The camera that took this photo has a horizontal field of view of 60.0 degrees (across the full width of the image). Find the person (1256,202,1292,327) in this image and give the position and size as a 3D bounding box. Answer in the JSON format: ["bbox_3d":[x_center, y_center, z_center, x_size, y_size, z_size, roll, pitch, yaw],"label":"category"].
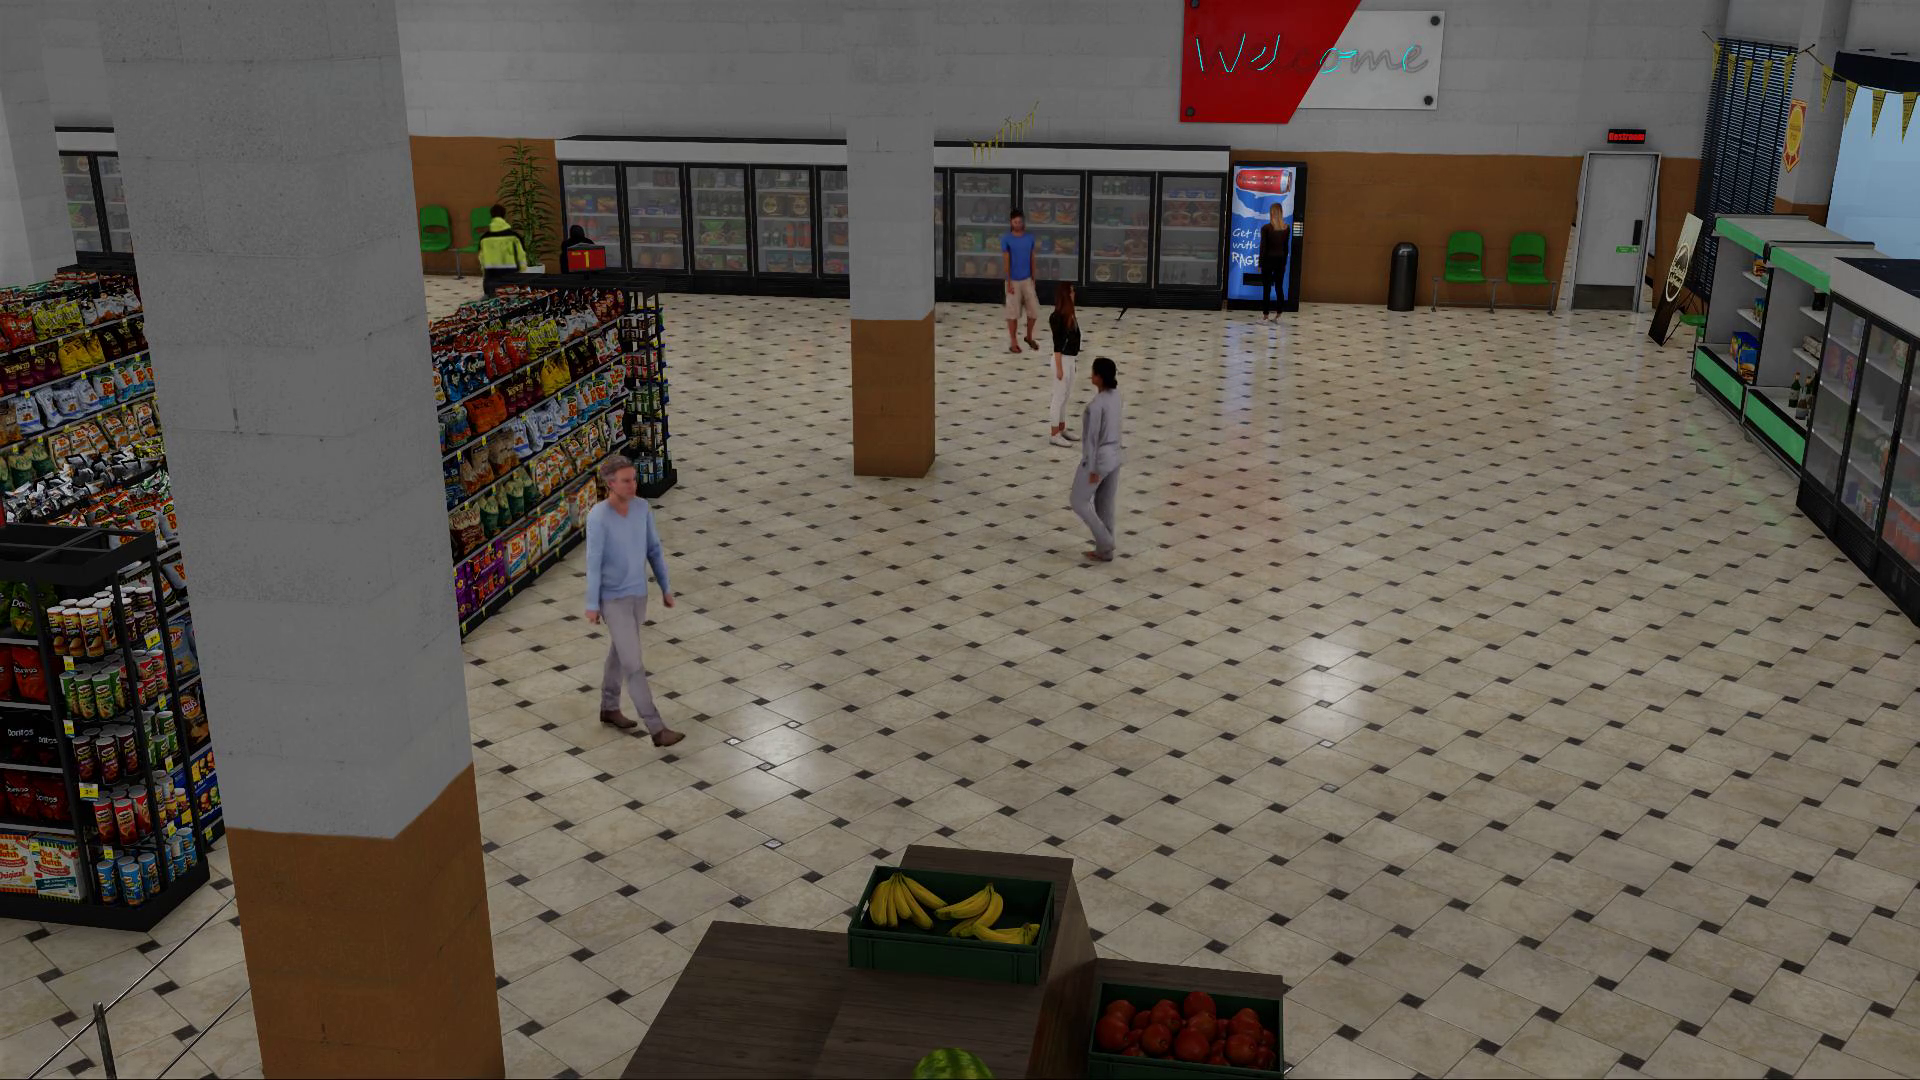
[{"bbox_3d":[4.394,-3.866,23.295,0.675,1.704,0.669,-6,20,-18],"label":"person"}]

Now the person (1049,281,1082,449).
[{"bbox_3d":[1.073,-1.845,17.300,0.692,1.704,0.524,7,20,21],"label":"person"}]

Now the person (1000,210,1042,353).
[{"bbox_3d":[0.714,-3.367,21.600,0.814,1.840,0.848,-7,20,-19],"label":"person"}]

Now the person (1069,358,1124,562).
[{"bbox_3d":[1.229,-0.633,13.677,0.850,1.723,0.781,15,24,37],"label":"person"}]

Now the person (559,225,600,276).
[{"bbox_3d":[-4.896,-3.230,21.454,0.782,1.675,0.816,-8,20,-22],"label":"person"}]

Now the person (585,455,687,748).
[{"bbox_3d":[-2.194,0.366,10.502,1.056,1.858,1.165,13,22,33],"label":"person"}]

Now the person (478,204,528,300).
[{"bbox_3d":[-5.779,-3.198,20.975,0.924,1.920,1.257,2,19,5],"label":"person"}]
